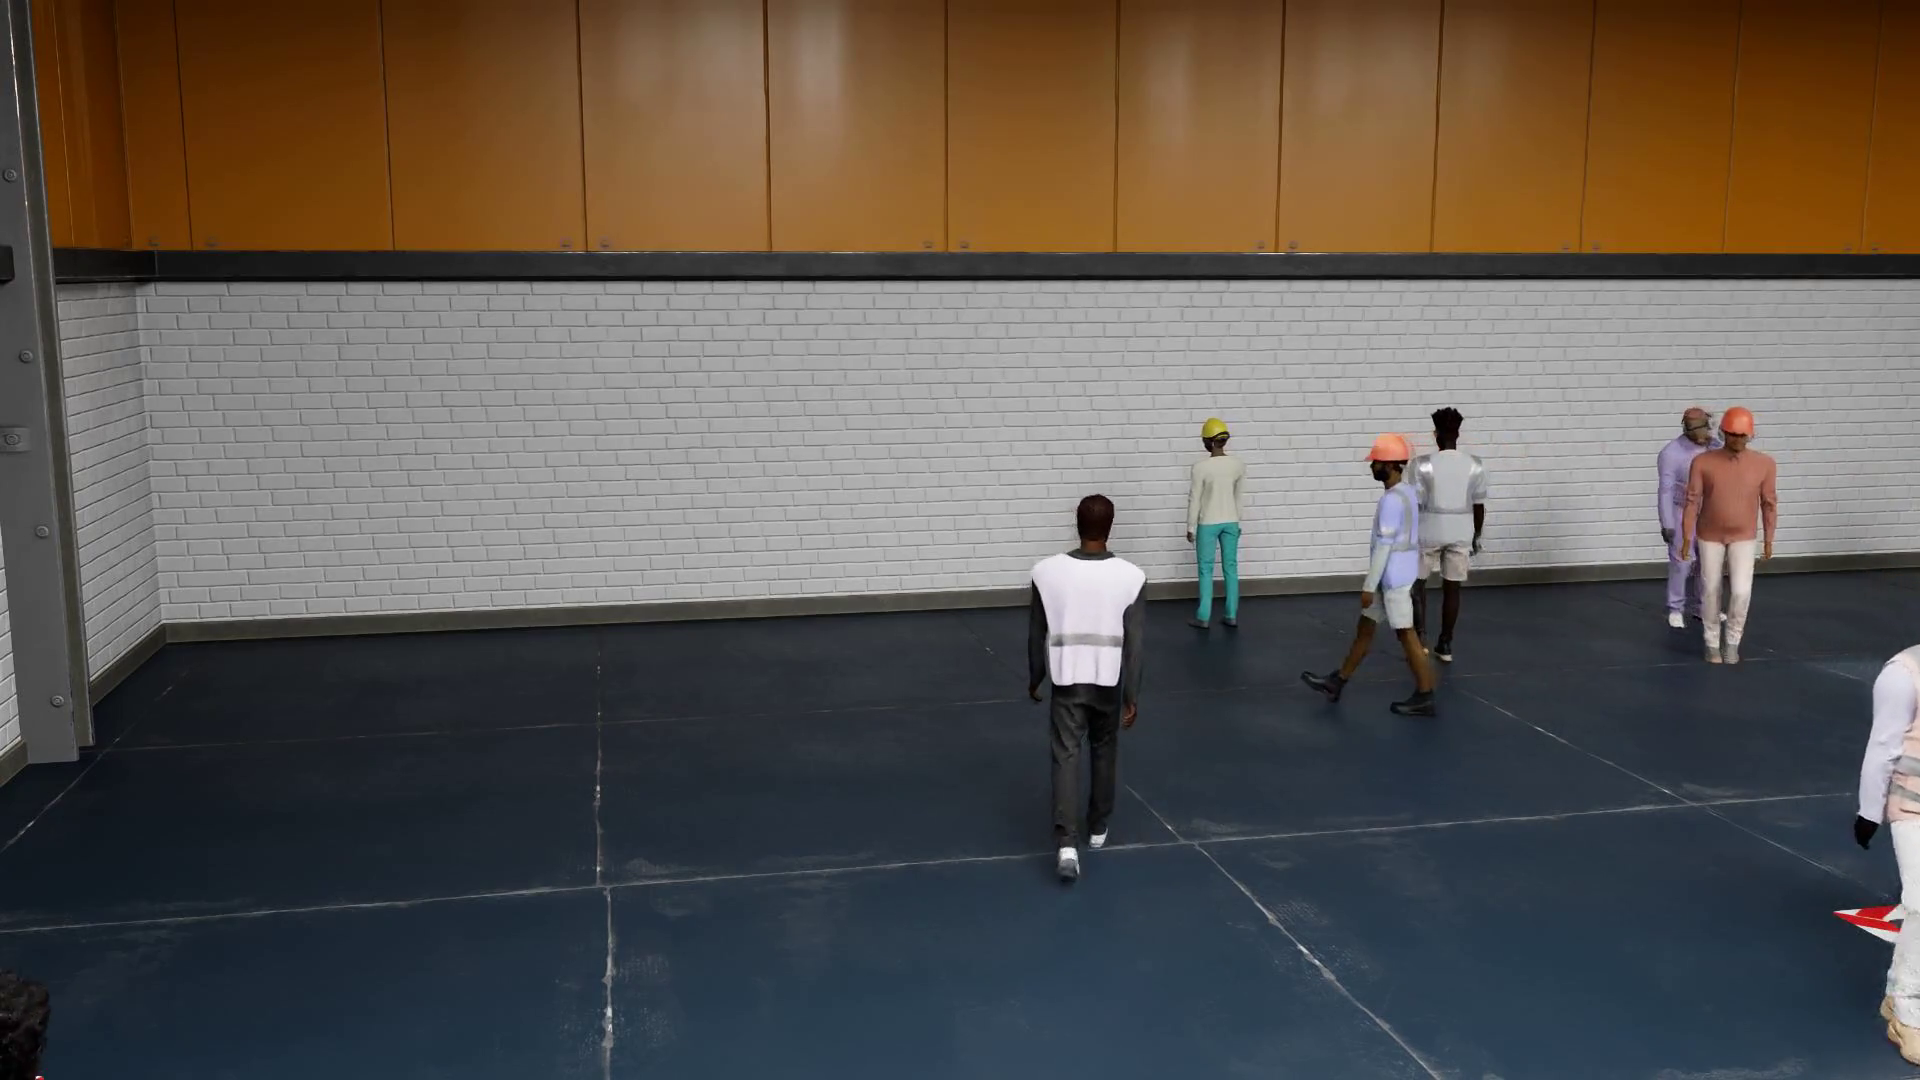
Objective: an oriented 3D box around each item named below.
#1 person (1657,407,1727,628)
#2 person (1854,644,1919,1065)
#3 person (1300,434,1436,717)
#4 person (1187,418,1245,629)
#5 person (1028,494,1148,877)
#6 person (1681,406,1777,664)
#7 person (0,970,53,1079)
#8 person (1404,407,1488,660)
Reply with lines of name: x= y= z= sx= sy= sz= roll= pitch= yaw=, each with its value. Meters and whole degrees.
person: x=6.095 y=-0.182 z=13.832 sx=0.699 sy=1.865 sz=0.469 roll=-2 pitch=10 yaw=-12
person: x=3.801 y=1.077 z=6.297 sx=0.638 sy=1.811 sz=0.693 roll=-1 pitch=9 yaw=-7
person: x=2.792 y=0.236 z=11.186 sx=0.957 sy=1.888 sz=0.569 roll=4 pitch=10 yaw=21
person: x=2.121 y=-0.132 z=13.841 sx=0.531 sy=1.766 sz=0.336 roll=-4 pitch=10 yaw=-22
person: x=0.635 y=0.714 z=8.342 sx=0.594 sy=1.881 sz=0.927 roll=0 pitch=9 yaw=3
person: x=5.774 y=-0.023 z=12.520 sx=0.655 sy=1.971 sz=0.508 roll=4 pitch=10 yaw=22
person: x=-1.794 y=1.644 z=3.202 sx=0.550 sy=1.686 sz=0.371 roll=-2 pitch=9 yaw=-11
person: x=3.676 y=-0.038 z=12.650 sx=0.625 sy=1.960 sz=0.451 roll=0 pitch=9 yaw=3
